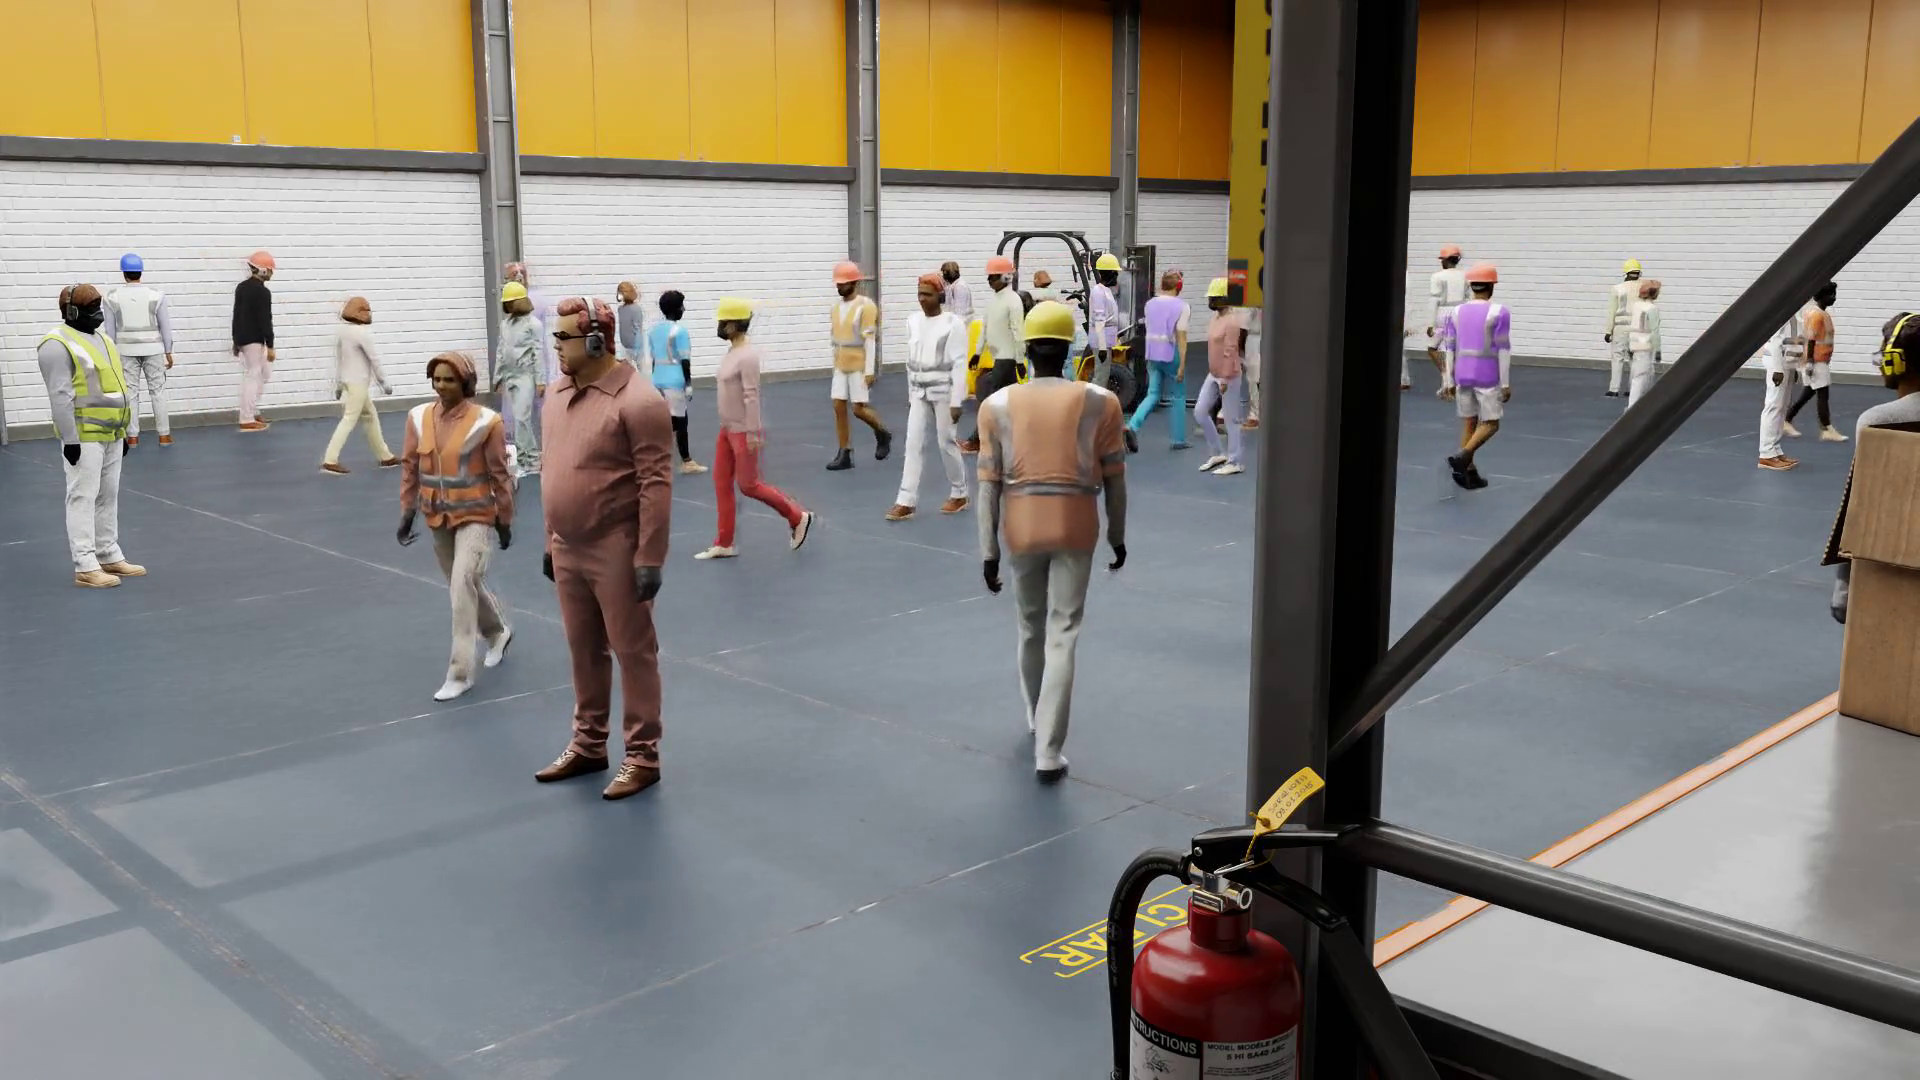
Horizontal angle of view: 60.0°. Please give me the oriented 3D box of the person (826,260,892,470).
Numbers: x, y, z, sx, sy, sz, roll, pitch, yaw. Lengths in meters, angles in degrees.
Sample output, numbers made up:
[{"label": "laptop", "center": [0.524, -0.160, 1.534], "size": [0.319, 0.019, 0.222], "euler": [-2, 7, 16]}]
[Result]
[{"label": "person", "center": [-0.941, -1.598, 15.211], "size": [0.553, 1.913, 0.649], "euler": [8, 13, 38]}]

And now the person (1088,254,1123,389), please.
[{"label": "person", "center": [1.591, -2.158, 18.222], "size": [0.368, 1.927, 0.587], "euler": [2, 11, 11]}]

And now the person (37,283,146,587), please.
[{"label": "person", "center": [-5.303, -0.641, 10.187], "size": [0.429, 1.844, 0.627], "euler": [0, 10, 1]}]

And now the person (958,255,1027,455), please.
[{"label": "person", "center": [0.406, -1.807, 16.297], "size": [1.045, 1.941, 0.629], "euler": [-4, 11, -19]}]

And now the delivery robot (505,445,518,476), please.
[{"label": "delivery robot", "center": [-3.867, -0.630, 13.379], "size": [0.477, 0.478, 0.707], "euler": [3, 11, 15]}]

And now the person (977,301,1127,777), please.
[{"label": "person", "center": [0.370, -0.026, 6.778], "size": [0.593, 1.871, 0.983], "euler": [2, 11, 12]}]

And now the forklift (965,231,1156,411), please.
[{"label": "forklift", "center": [1.222, -2.721, 20.561], "size": [2.313, 2.155, 1.214], "euler": [2, 11, 13]}]

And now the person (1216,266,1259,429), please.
[{"label": "person", "center": [3.033, -2.165, 18.171], "size": [0.813, 1.963, 0.627], "euler": [-7, 13, -34]}]

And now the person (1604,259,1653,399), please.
[{"label": "person", "center": [8.749, -2.760, 21.797], "size": [0.596, 1.826, 0.403], "euler": [-1, 10, -5]}]

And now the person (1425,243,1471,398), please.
[{"label": "person", "center": [6.413, -2.877, 21.877], "size": [0.642, 2.026, 0.445], "euler": [-3, 11, -17]}]

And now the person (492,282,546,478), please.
[{"label": "person", "center": [-3.910, -1.407, 14.679], "size": [0.520, 1.729, 0.473], "euler": [7, 12, 33]}]

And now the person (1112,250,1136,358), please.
[{"label": "person", "center": [2.490, -3.388, 24.948], "size": [0.660, 1.908, 0.808], "euler": [8, 13, 38]}]

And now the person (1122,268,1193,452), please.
[{"label": "person", "center": [1.988, -1.763, 16.379], "size": [0.842, 1.815, 0.585], "euler": [-10, 14, -43]}]

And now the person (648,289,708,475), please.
[{"label": "person", "center": [-2.594, -1.366, 14.585], "size": [0.766, 1.665, 0.537], "euler": [-9, 13, -39]}]

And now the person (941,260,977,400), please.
[{"label": "person", "center": [-0.033, -2.740, 21.736], "size": [0.443, 1.814, 0.713], "euler": [-1, 10, -8]}]

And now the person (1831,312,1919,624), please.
[{"label": "person", "center": [3.386, 0.118, 6.007], "size": [0.515, 1.861, 0.322], "euler": [-3, 11, -14]}]

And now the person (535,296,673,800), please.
[{"label": "person", "center": [-1.383, 0.032, 6.347], "size": [0.643, 1.905, 0.400], "euler": [8, 13, 37]}]

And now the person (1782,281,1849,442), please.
[{"label": "person", "center": [8.943, -1.871, 17.356], "size": [0.713, 1.674, 0.542], "euler": [7, 12, 33]}]

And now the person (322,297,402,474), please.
[{"label": "person", "center": [-5.423, -1.397, 14.986], "size": [0.860, 1.582, 0.493], "euler": [-10, 14, -43]}]

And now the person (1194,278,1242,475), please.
[{"label": "person", "center": [2.319, -1.443, 14.800], "size": [0.456, 1.752, 0.525], "euler": [-4, 11, -19]}]

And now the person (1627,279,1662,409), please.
[{"label": "person", "center": [7.959, -2.192, 19.225], "size": [0.490, 1.621, 0.546], "euler": [0, 10, -2]}]

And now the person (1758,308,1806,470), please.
[{"label": "person", "center": [7.553, -1.589, 15.236], "size": [0.355, 1.884, 0.575], "euler": [8, 13, 38]}]

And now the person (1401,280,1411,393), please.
[{"label": "person", "center": [5.688, -2.908, 22.425], "size": [1.017, 1.883, 0.641], "euler": [-1, 10, -7]}]

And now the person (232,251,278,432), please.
[{"label": "person", "center": [-7.695, -2.161, 18.146], "size": [0.626, 1.958, 0.583], "euler": [10, 14, 43]}]

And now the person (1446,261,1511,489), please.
[{"label": "person", "center": [4.271, -1.345, 13.811], "size": [0.638, 1.922, 0.567], "euler": [-9, 14, -41]}]

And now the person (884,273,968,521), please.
[{"label": "person", "center": [-0.212, -1.080, 12.551], "size": [0.600, 1.855, 0.814], "euler": [8, 13, 38]}]

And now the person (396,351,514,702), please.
[{"label": "person", "center": [-2.347, -0.108, 7.922], "size": [0.515, 1.604, 0.803], "euler": [4, 11, 19]}]

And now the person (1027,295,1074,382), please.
[{"label": "person", "center": [0.812, -1.323, 14.504], "size": [0.521, 1.617, 0.504], "euler": [9, 13, 39]}]

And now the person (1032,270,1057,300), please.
[{"label": "person", "center": [1.135, -3.106, 24.199], "size": [0.558, 1.616, 0.531], "euler": [10, 14, 43]}]

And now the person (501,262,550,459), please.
[{"label": "person", "center": [-4.210, -1.676, 15.747], "size": [0.892, 1.866, 0.663], "euler": [-7, 12, -32]}]

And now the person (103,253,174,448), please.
[{"label": "person", "center": [-8.256, -1.900, 16.754], "size": [0.614, 1.948, 0.386], "euler": [-4, 11, -22]}]

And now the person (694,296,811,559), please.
[{"label": "person", "center": [-1.387, -0.737, 10.976], "size": [0.713, 1.746, 0.528], "euler": [-5, 12, -26]}]

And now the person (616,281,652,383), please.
[{"label": "person", "center": [-3.932, -2.298, 19.916], "size": [0.510, 1.581, 0.873], "euler": [10, 14, 43]}]

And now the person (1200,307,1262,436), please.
[{"label": "person", "center": [3.047, -2.015, 17.518], "size": [1.045, 1.905, 0.606], "euler": [0, 10, 3]}]
